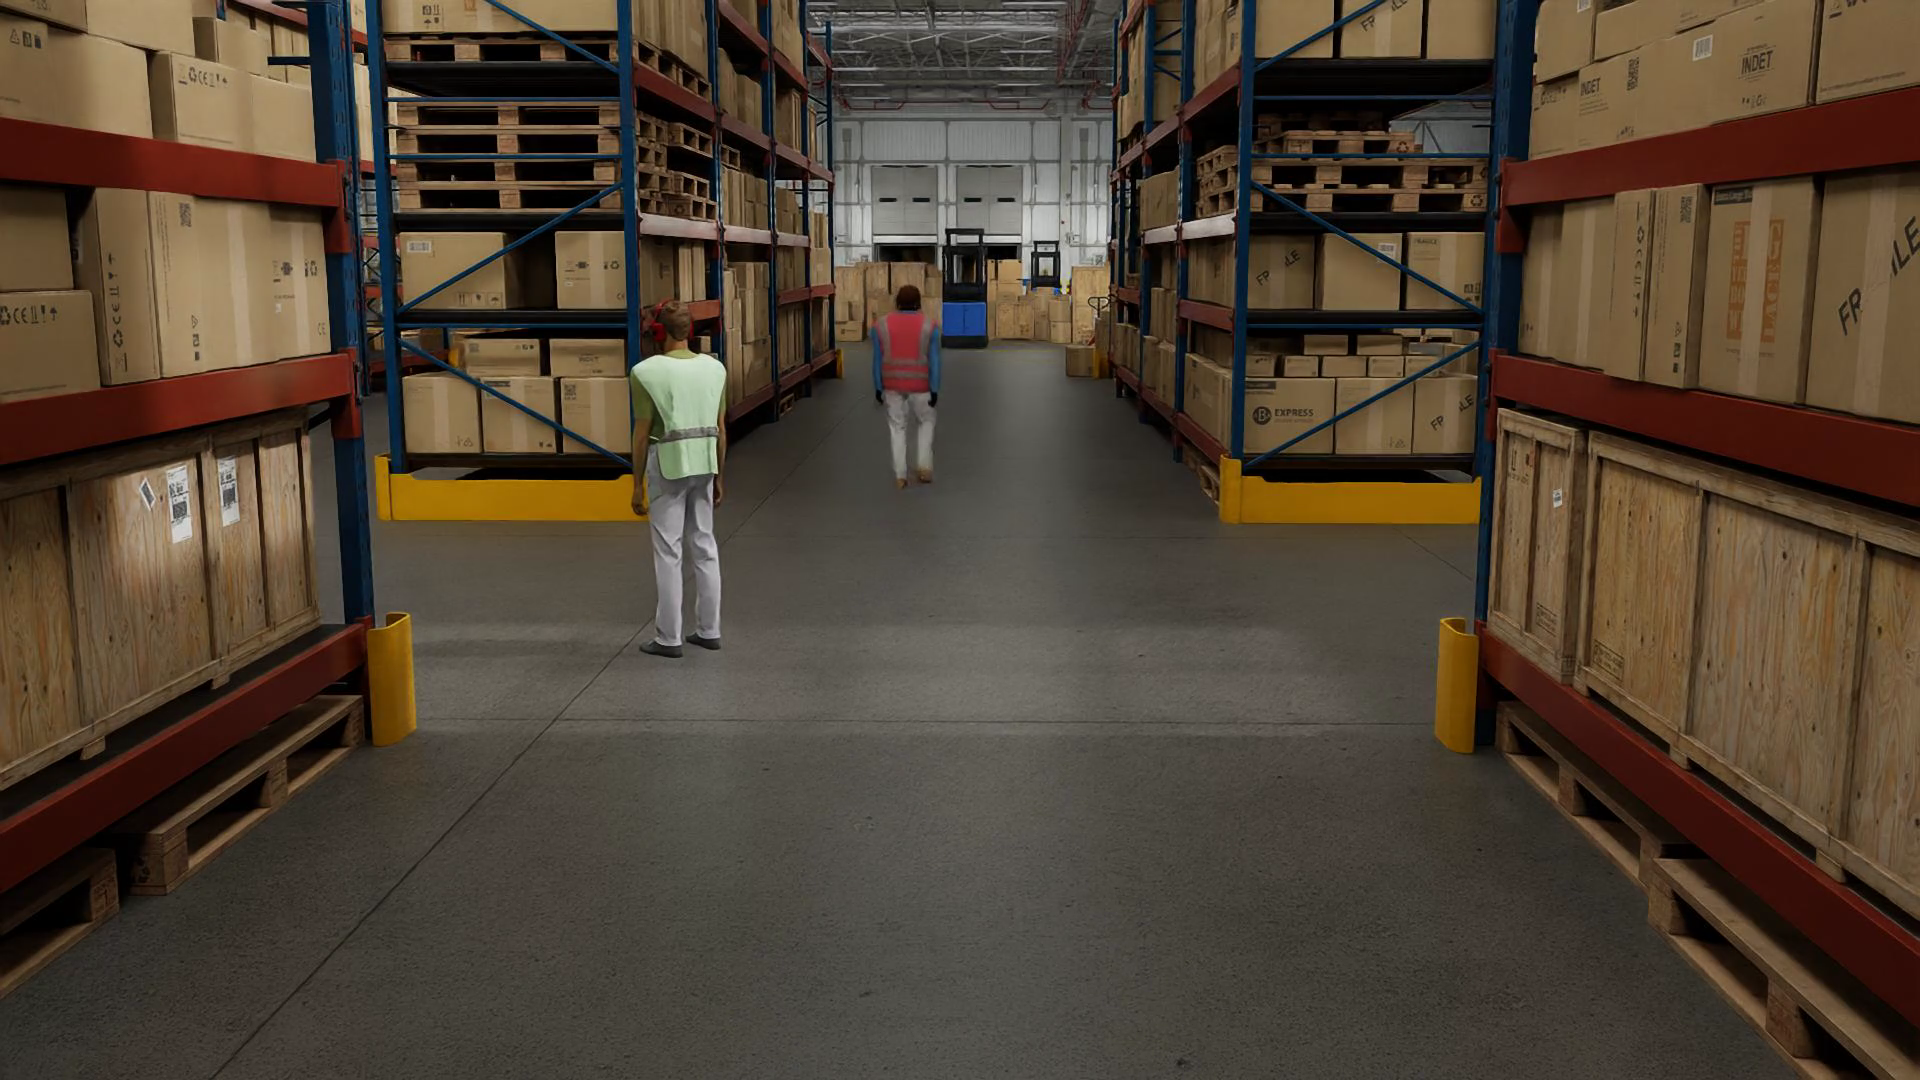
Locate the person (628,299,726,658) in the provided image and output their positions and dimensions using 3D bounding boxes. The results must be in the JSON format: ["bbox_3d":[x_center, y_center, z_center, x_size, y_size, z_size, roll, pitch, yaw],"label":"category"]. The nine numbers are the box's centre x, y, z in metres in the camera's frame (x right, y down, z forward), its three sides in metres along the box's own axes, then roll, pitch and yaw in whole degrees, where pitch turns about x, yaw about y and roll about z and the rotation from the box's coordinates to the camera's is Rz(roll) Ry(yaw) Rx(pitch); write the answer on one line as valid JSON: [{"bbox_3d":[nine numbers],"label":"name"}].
[{"bbox_3d":[-1.435,-0.309,8.546,0.560,1.839,0.389,-9,13,-43],"label":"person"}]

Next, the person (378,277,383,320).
[{"bbox_3d":[-19.740,-8.482,57.251,0.636,1.920,0.712,1,10,9],"label":"person"}]

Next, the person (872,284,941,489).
[{"bbox_3d":[-0.467,-1.382,15.001,0.640,1.822,0.648,1,10,6],"label":"person"}]

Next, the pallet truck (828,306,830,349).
[{"bbox_3d":[-3.100,-3.940,29.800,1.885,1.965,0.823,3,10,19],"label":"pallet truck"}]

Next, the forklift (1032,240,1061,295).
[{"bbox_3d":[3.172,-9.648,61.356,1.129,2.768,1.873,0,9,1],"label":"forklift"}]

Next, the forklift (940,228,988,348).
[{"bbox_3d":[0.108,-5.985,39.411,1.129,2.768,1.873,0,9,1],"label":"forklift"}]
